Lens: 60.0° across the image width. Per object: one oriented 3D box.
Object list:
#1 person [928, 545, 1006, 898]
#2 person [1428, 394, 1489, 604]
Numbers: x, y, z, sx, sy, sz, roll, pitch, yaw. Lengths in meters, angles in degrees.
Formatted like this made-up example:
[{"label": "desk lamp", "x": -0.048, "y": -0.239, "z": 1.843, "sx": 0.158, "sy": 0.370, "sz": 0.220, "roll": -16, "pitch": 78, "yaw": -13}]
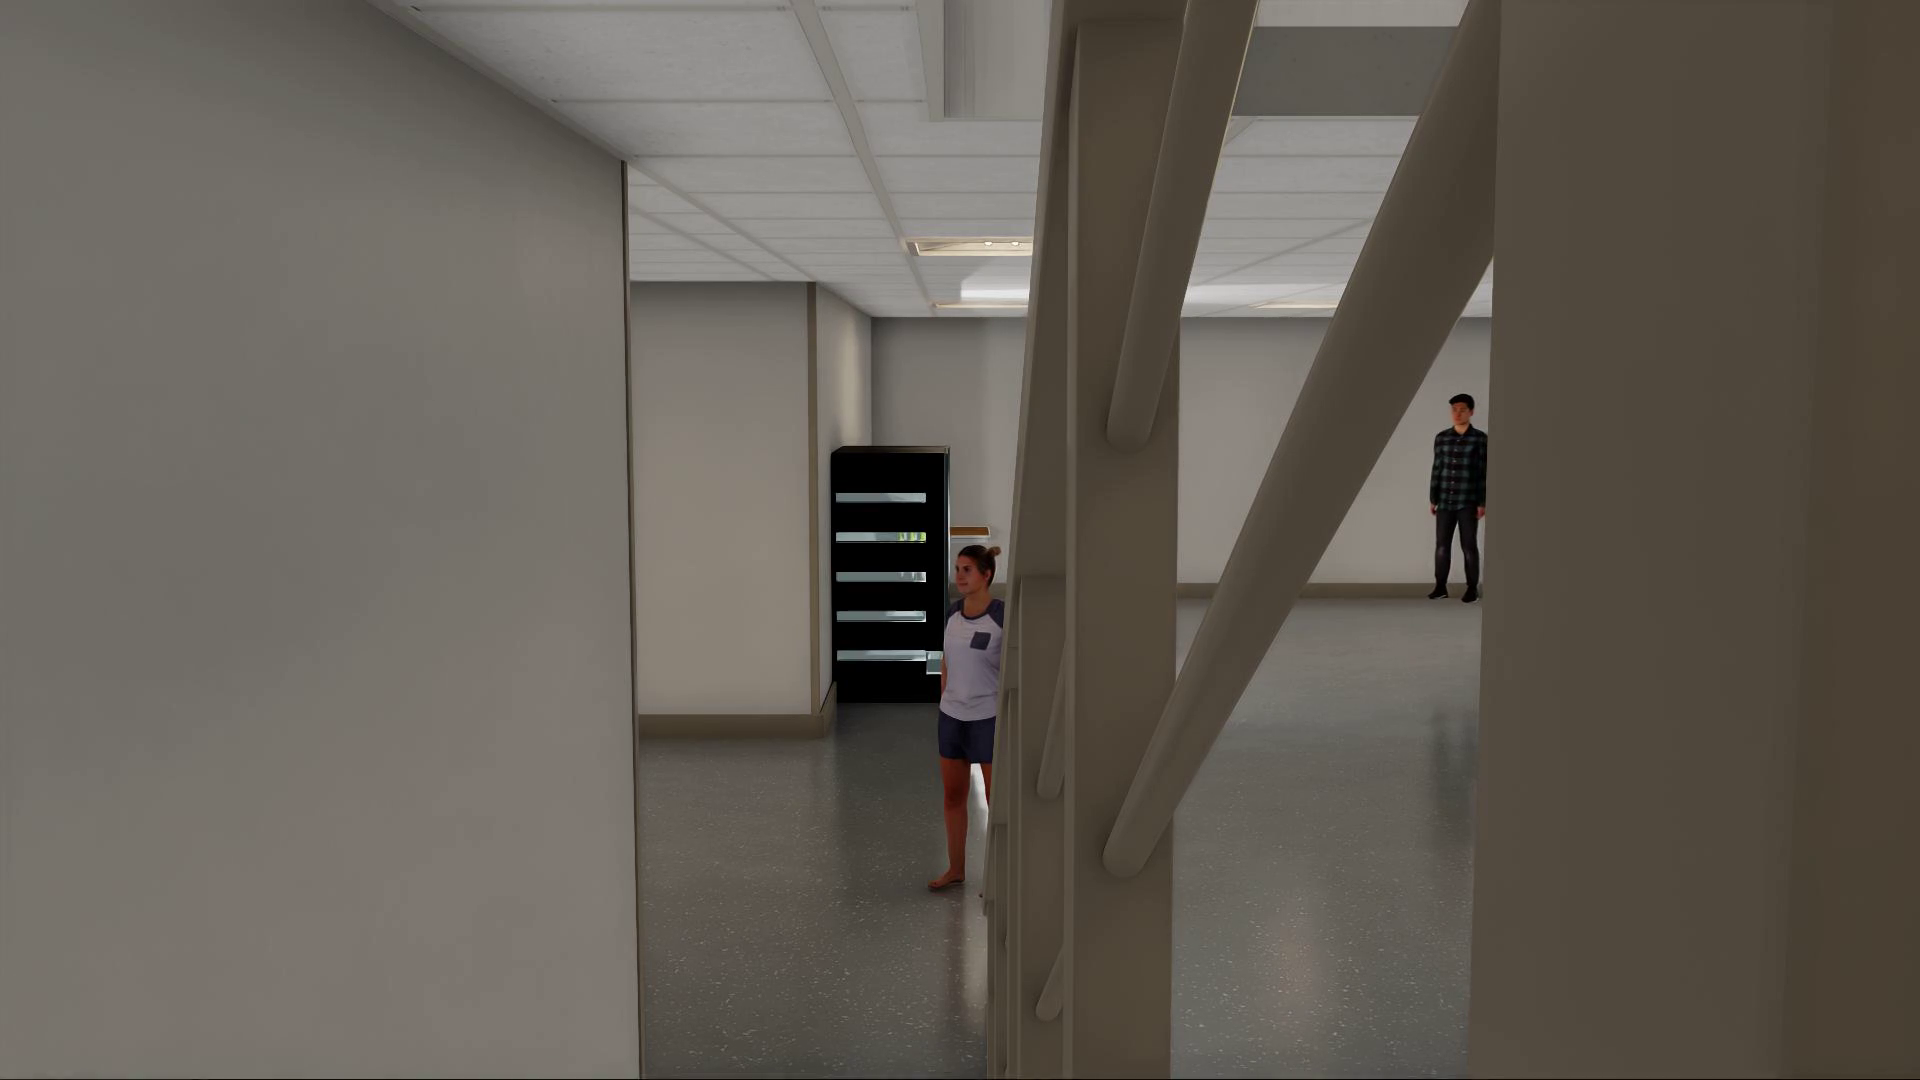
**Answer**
[{"label": "person", "x": 0.080, "y": 0.827, "z": 7.669, "sx": 0.658, "sy": 1.624, "sz": 0.681, "roll": 4, "pitch": 7, "yaw": 33}, {"label": "person", "x": 4.078, "y": -0.349, "z": 13.620, "sx": 0.749, "sy": 1.707, "sz": 0.760, "roll": 5, "pitch": 7, "yaw": 39}]
